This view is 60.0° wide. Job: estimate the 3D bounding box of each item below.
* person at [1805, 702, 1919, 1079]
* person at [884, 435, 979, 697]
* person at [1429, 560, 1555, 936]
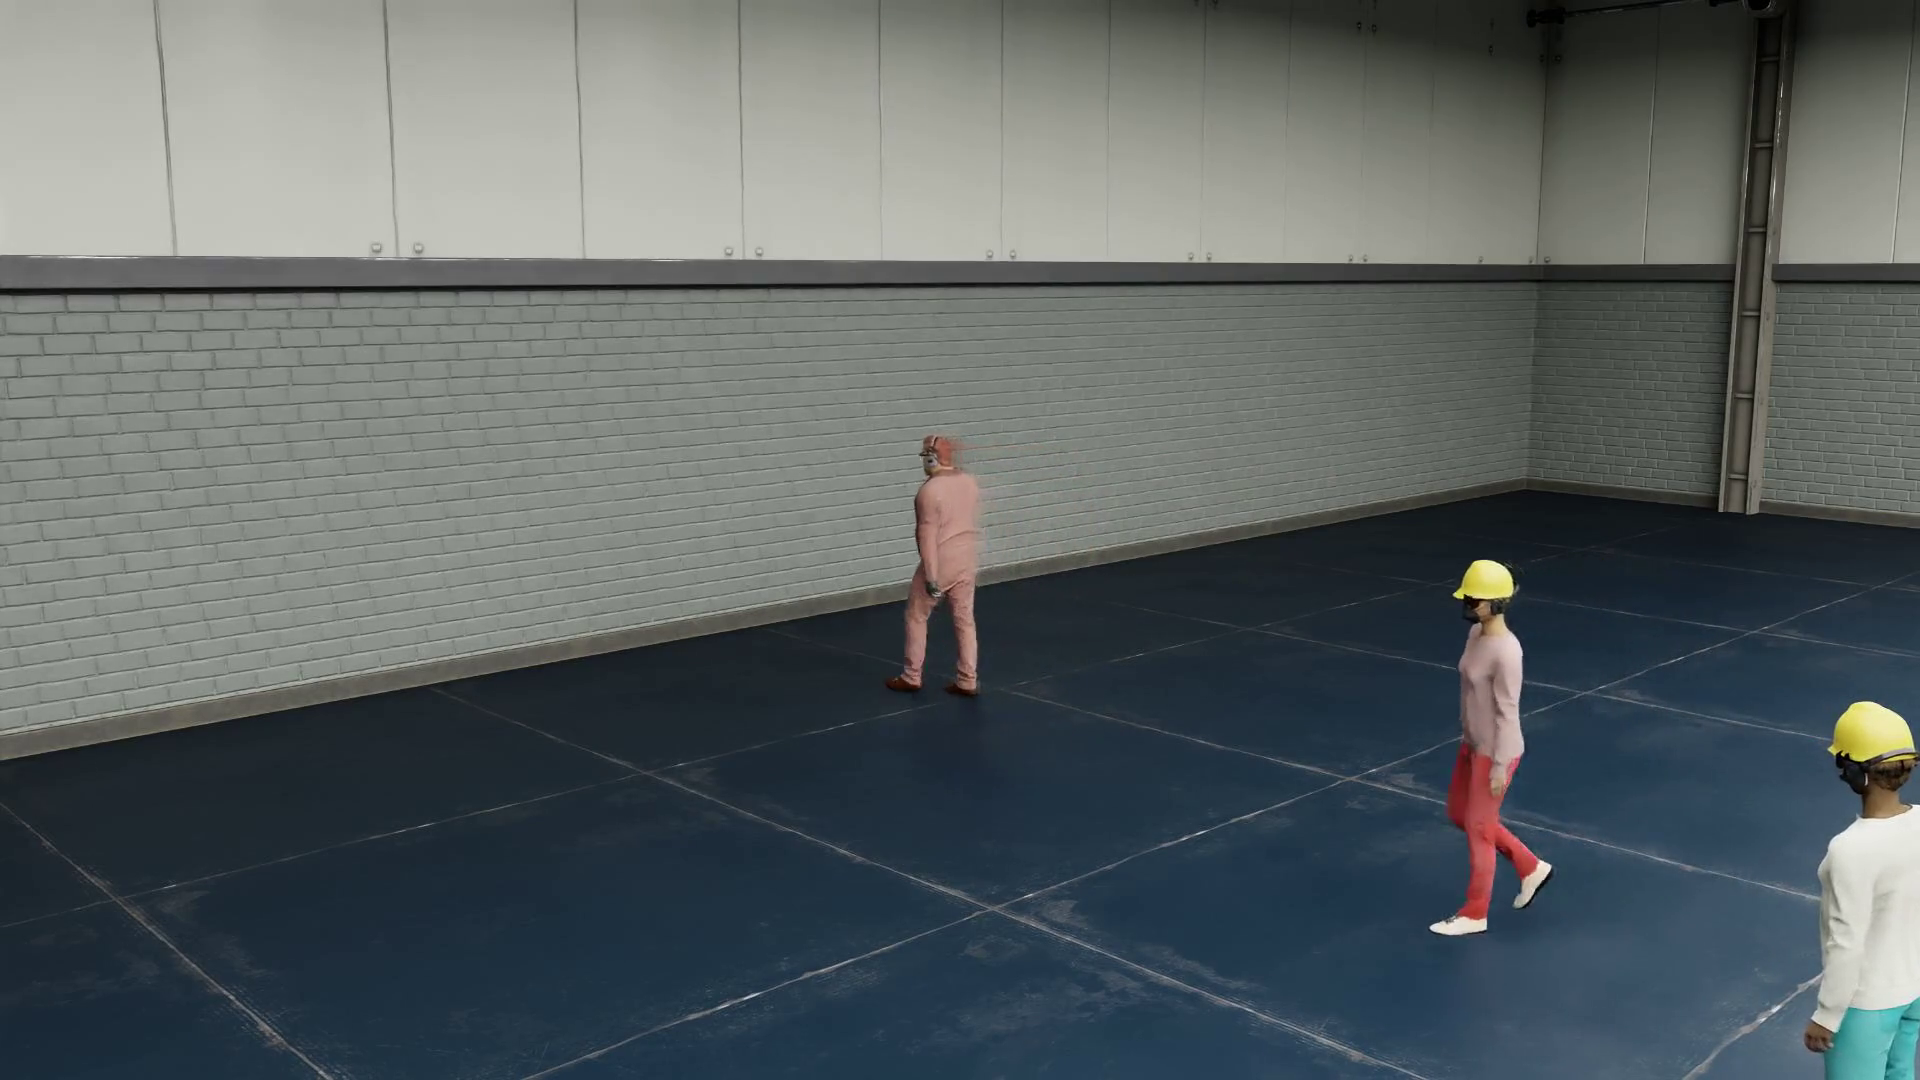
[{"bbox_3d":[2.711,1.358,5.006,0.526,1.765,0.329,-7,11,-36],"label":"person"},{"bbox_3d":[-0.191,0.183,11.955,0.799,1.878,0.642,8,12,40],"label":"person"},{"bbox_3d":[2.444,0.948,7.559,0.506,1.750,0.545,0,9,2],"label":"person"}]
